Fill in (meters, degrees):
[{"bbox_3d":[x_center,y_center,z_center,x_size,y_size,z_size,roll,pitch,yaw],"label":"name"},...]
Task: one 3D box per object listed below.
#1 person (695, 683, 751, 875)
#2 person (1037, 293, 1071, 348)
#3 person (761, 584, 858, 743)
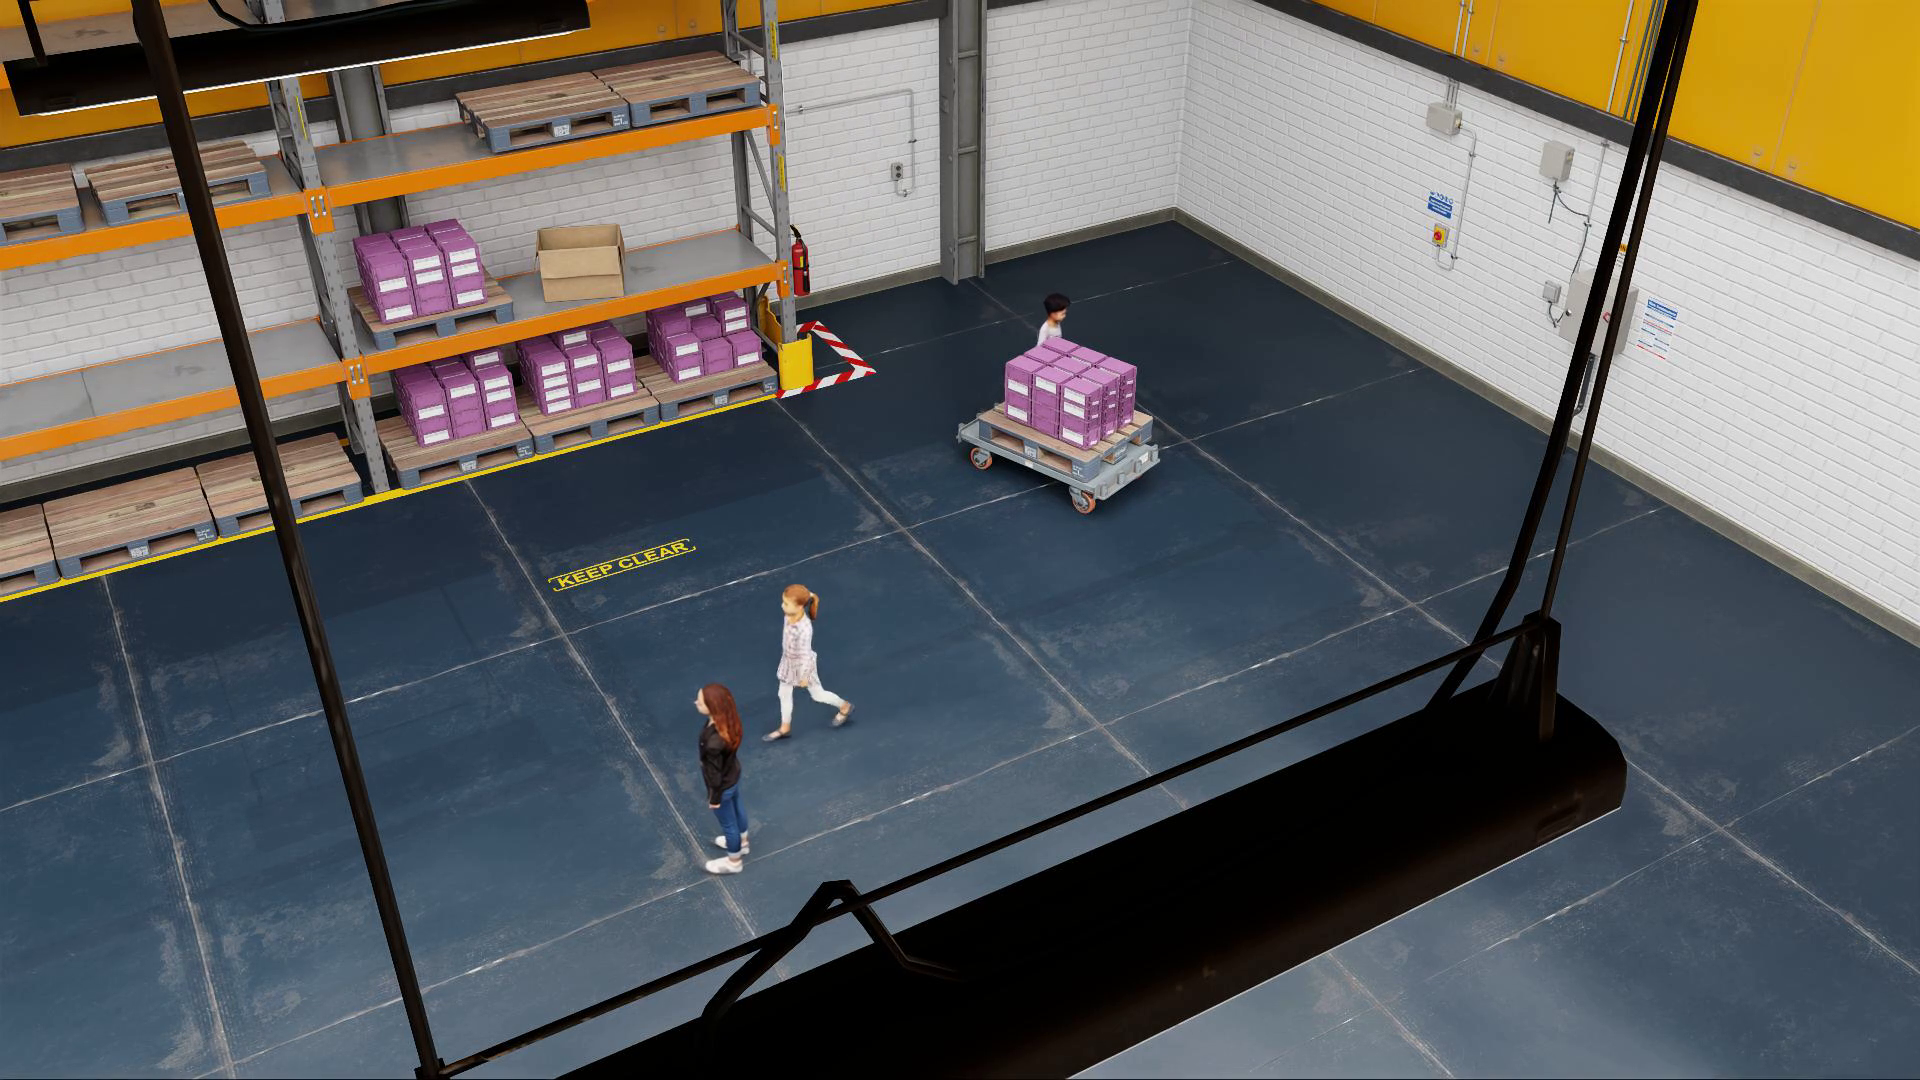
[{"bbox_3d":[-1.479,1.481,10.468,0.679,1.484,0.645,3,34,4],"label":"person"},{"bbox_3d":[0.757,-1.728,15.524,0.844,1.230,0.835,13,36,19],"label":"person"},{"bbox_3d":[-1.048,0.847,11.599,0.937,1.288,0.574,-15,37,-22],"label":"person"}]
